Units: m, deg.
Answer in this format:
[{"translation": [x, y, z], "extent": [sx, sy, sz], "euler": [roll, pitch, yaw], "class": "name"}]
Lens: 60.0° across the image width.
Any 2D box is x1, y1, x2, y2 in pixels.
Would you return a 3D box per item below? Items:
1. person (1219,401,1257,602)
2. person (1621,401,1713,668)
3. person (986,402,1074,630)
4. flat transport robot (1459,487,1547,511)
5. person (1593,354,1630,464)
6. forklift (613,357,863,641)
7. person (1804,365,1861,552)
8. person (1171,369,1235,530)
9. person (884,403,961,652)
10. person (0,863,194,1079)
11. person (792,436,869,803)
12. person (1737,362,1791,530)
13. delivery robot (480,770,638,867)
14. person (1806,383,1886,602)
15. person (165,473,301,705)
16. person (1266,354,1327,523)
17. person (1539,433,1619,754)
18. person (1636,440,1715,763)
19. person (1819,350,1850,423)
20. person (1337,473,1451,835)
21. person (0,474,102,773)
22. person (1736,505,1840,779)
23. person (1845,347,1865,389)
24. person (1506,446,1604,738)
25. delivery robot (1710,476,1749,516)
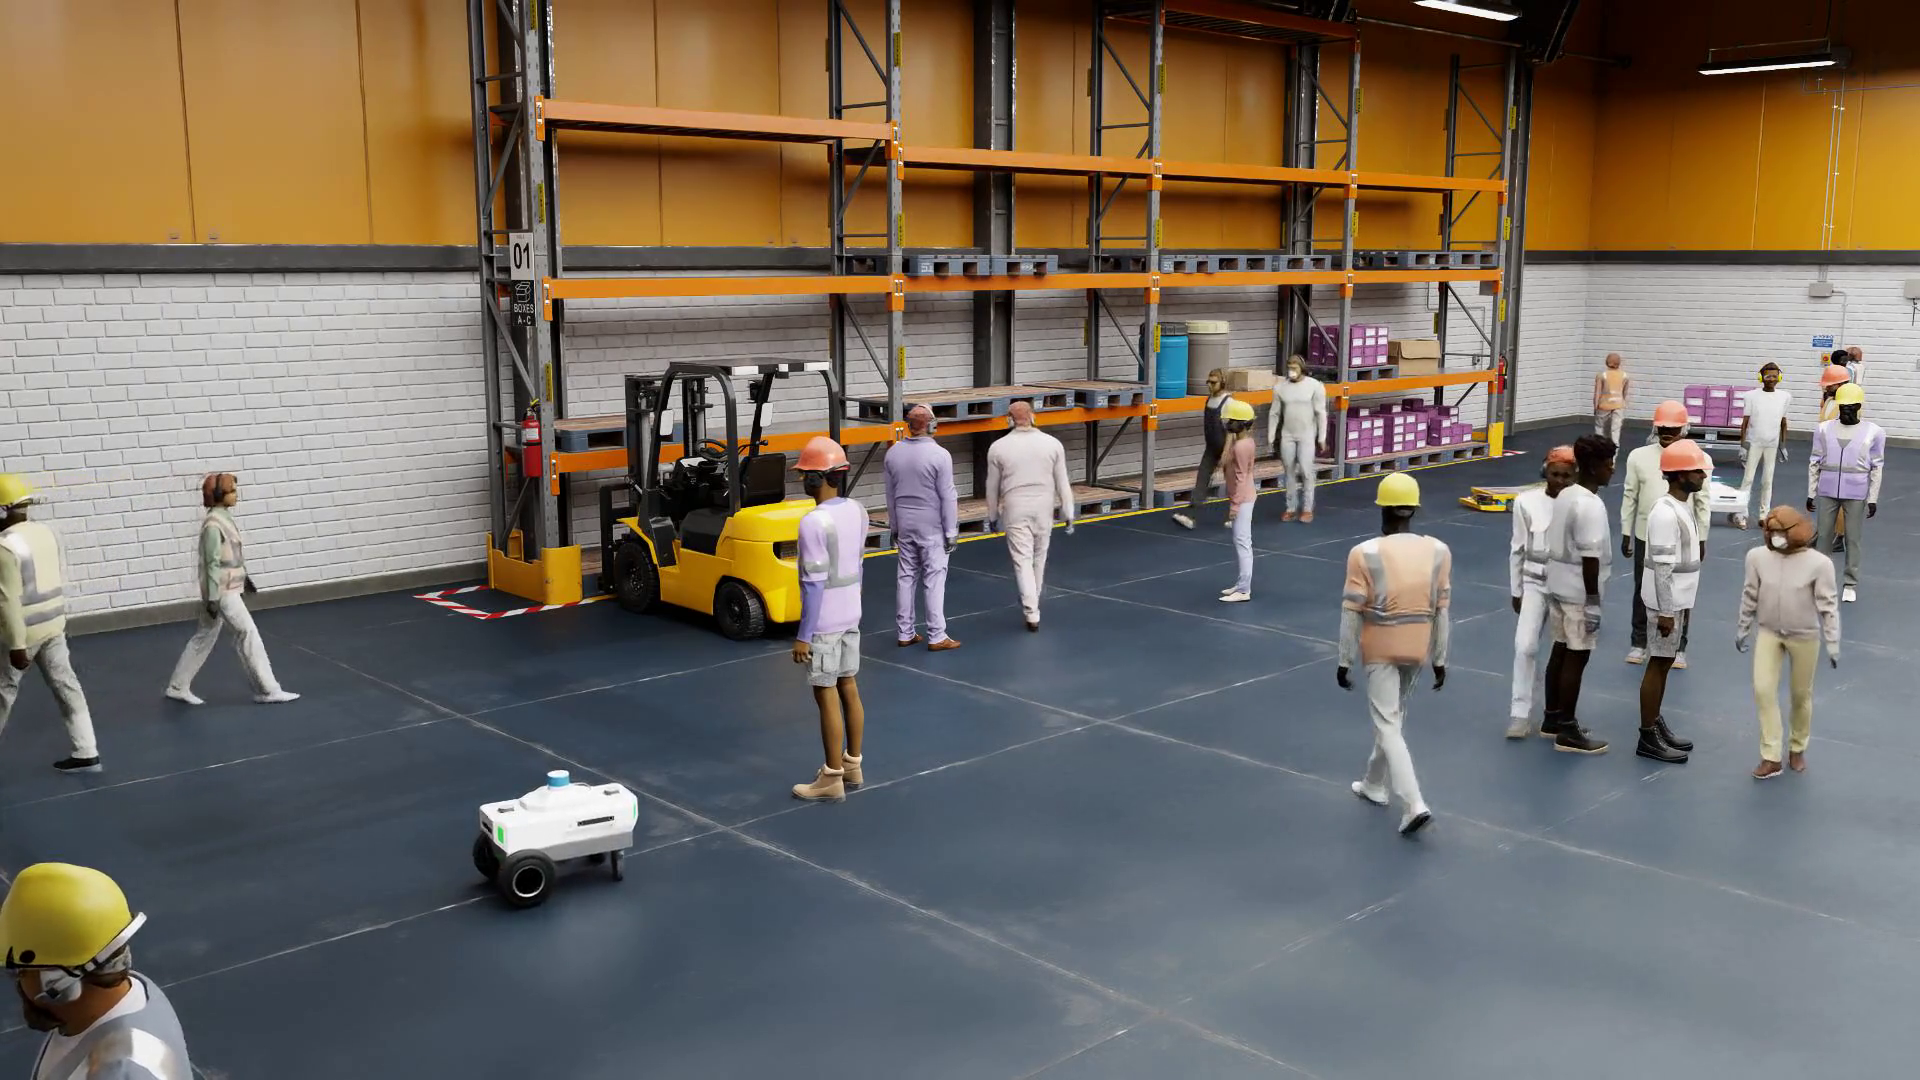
[{"translation": [2.455, -0.337, 14.651], "extent": [0.308, 1.772, 0.525], "euler": [2, 10, 14], "class": "person"}, {"translation": [5.198, -0.042, 12.295], "extent": [0.617, 1.985, 0.410], "euler": [6, 11, 32], "class": "person"}, {"translation": [0.561, -0.217, 13.742], "extent": [0.696, 1.841, 0.999], "euler": [-2, 10, -11], "class": "person"}, {"translation": [6.819, -0.504, 20.006], "extent": [1.431, 0.197, 0.652], "euler": [-1, 10, -6], "class": "flat transport robot"}, {"translation": [9.568, -1.944, 24.538], "extent": [0.505, 1.595, 0.828], "euler": [1, 10, 7], "class": "person"}, {"translation": [-1.847, -0.414, 13.852], "extent": [1.214, 2.155, 2.313], "euler": [-9, 13, -42], "class": "forklift"}, {"translation": [8.958, -0.834, 17.095], "extent": [0.370, 1.928, 0.543], "euler": [-1, 10, -4], "class": "person"}, {"translation": [2.821, -0.989, 18.382], "extent": [1.009, 1.789, 0.525], "euler": [-6, 11, -31], "class": "person"}, {"translation": [-0.270, -0.097, 12.830], "extent": [0.641, 1.913, 0.407], "euler": [7, 12, 35], "class": "person"}, {"translation": [-1.768, 1.542, 3.469], "extent": [0.403, 1.828, 0.593], "euler": [-6, 11, -29], "class": "person"}, {"translation": [-0.748, 0.443, 9.275], "extent": [0.378, 2.045, 0.605], "euler": [4, 11, 24], "class": "person"}, {"translation": [8.916, -1.036, 18.438], "extent": [0.520, 1.873, 0.333], "euler": [2, 10, 9], "class": "person"}, {"translation": [-1.924, 1.355, 8.016], "extent": [0.707, 0.478, 0.477], "euler": [-6, 11, -30], "class": "delivery robot"}, {"translation": [7.779, -0.419, 14.661], "extent": [0.592, 1.926, 0.366], "euler": [9, 13, 41], "class": "person"}, {"translation": [-4.981, 0.339, 11.188], "extent": [0.850, 1.600, 0.518], "euler": [-3, 10, -19], "class": "person"}, {"translation": [3.807, -1.142, 18.939], "extent": [0.659, 1.926, 0.564], "euler": [7, 12, 34], "class": "person"}, {"translation": [3.813, 0.319, 10.233], "extent": [0.365, 1.962, 0.612], "euler": [1, 10, 3], "class": "person"}, {"translation": [4.311, 0.361, 10.057], "extent": [0.352, 1.942, 0.545], "euler": [6, 11, 30], "class": "person"}, {"translation": [12.595, -1.892, 23.956], "extent": [0.530, 1.697, 0.321], "euler": [-6, 11, -32], "class": "person"}, {"translation": [2.339, 0.588, 8.881], "extent": [0.596, 1.896, 0.921], "euler": [-2, 10, -14], "class": "person"}, {"translation": [-5.498, 0.506, 9.663], "extent": [0.925, 1.781, 0.617], "euler": [1, 10, 3], "class": "person"}, {"translation": [4.810, 0.594, 9.678], "extent": [0.594, 1.586, 0.691], "euler": [9, 13, 43], "class": "person"}, {"translation": [13.797, -2.168, 25.754], "extent": [0.525, 1.637, 0.307], "euler": [-8, 12, -38], "class": "person"}, {"translation": [3.703, 0.344, 10.426], "extent": [0.566, 1.854, 0.775], "euler": [5, 11, 27], "class": "person"}, {"translation": [8.485, -0.477, 18.744], "extent": [0.707, 0.478, 0.477], "euler": [2, 10, 11], "class": "delivery robot"}]
